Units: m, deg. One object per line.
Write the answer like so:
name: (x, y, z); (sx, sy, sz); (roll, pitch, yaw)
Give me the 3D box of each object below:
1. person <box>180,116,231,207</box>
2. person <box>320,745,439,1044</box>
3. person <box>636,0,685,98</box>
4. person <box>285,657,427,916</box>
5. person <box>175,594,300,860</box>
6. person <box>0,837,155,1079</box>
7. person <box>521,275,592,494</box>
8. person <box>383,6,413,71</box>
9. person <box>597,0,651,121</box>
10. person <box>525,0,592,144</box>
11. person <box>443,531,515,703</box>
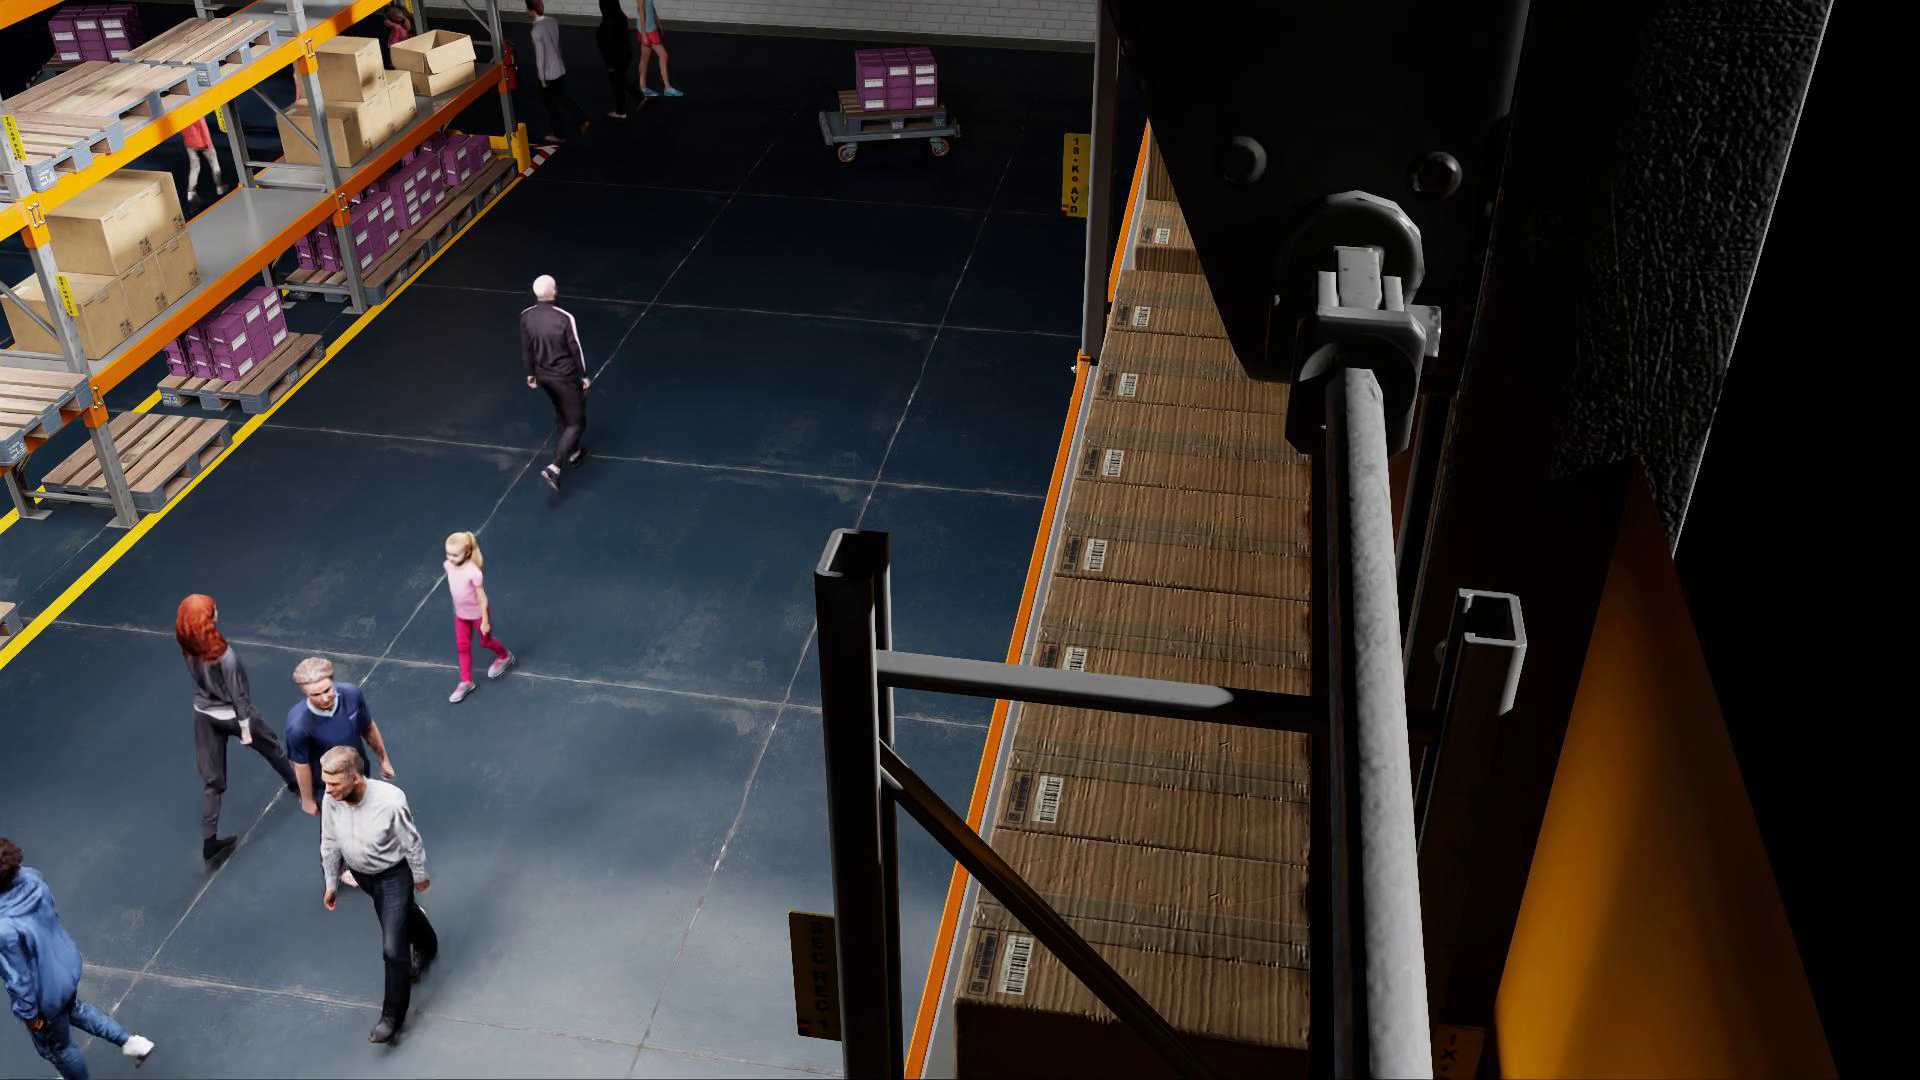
person: (-8.642, -4.469, 18.766); (0.537, 1.399, 0.912); (4, 34, 6)
person: (-3.106, 1.745, 9.074); (0.732, 1.779, 1.068); (9, 35, 14)
person: (-4.155, -6.630, 21.700); (0.764, 1.751, 0.846); (-1, 34, -2)
person: (-3.634, 1.383, 9.587); (0.992, 1.815, 1.153); (17, 37, 23)
person: (-4.487, 1.148, 10.026); (0.707, 1.720, 1.206); (12, 35, 17)
person: (-4.545, 2.186, 8.401); (0.876, 1.791, 0.845); (-5, 34, -8)
person: (-3.301, -1.250, 13.552); (0.827, 1.810, 1.157); (12, 35, 17)
person: (-6.614, -5.667, 20.305); (1.063, 1.690, 0.993); (-22, 39, -29)
person: (-4.250, -6.090, 21.021); (0.705, 1.602, 0.726); (7, 34, 11)
person: (-4.886, -5.674, 20.196); (0.888, 1.823, 0.896); (15, 36, 21)
person: (-3.329, 0.466, 11.470); (0.646, 1.258, 0.852); (18, 38, 25)
